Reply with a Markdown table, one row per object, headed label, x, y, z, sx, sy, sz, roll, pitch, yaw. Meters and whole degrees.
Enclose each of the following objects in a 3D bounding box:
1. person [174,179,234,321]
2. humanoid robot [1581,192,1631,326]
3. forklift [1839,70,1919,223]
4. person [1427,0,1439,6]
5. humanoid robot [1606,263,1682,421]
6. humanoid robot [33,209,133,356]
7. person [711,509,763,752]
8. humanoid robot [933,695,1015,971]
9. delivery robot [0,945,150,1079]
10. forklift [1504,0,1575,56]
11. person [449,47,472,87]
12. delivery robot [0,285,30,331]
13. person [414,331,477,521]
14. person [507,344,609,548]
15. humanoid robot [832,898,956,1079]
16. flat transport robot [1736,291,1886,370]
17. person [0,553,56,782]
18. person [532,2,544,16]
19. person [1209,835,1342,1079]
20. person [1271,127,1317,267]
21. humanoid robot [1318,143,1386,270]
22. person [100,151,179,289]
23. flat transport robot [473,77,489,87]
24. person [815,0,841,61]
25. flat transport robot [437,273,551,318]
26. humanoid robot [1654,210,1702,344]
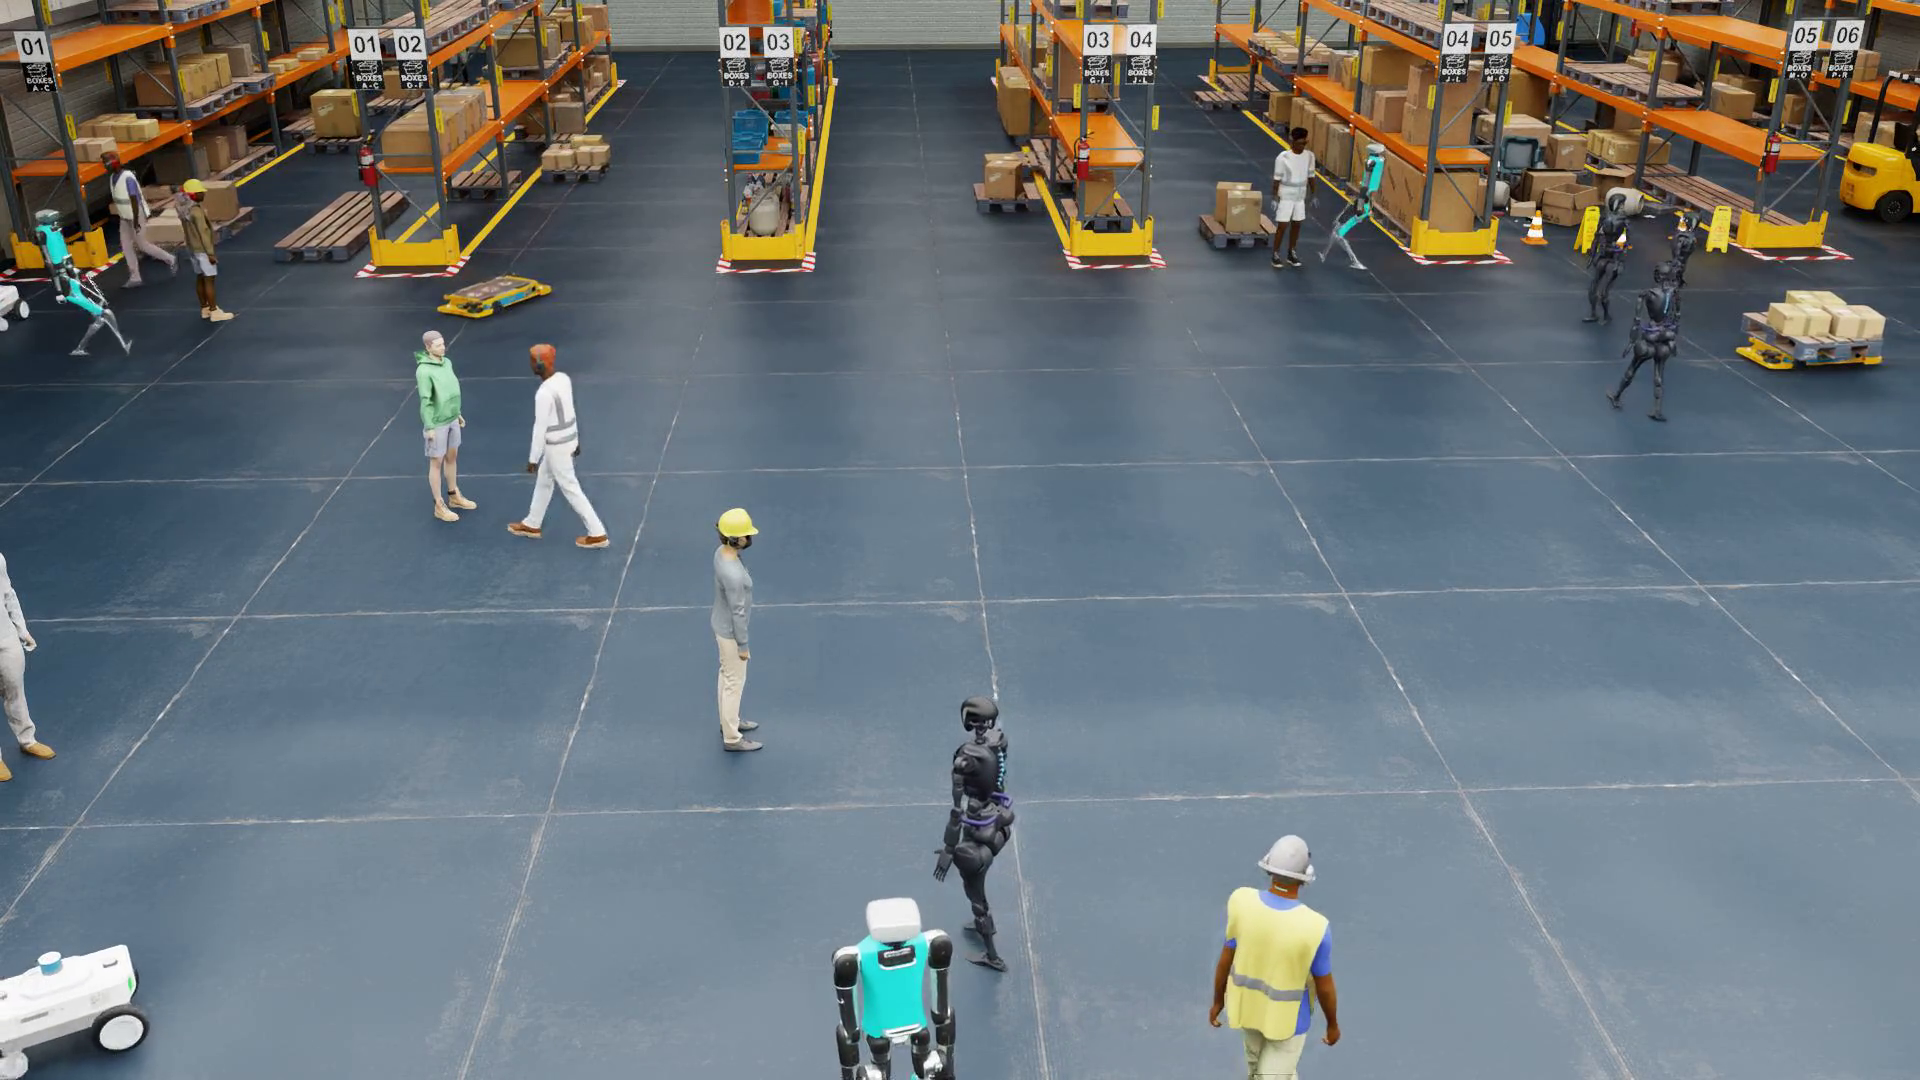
| label | x | y | z | sx | sy | sz | roll | pitch | yaw |
| --- | --- | --- | --- | --- | --- | --- | --- | --- | --- |
| person | -9.478 | -3.614 | 20.756 | 0.402 | 1.760 | 0.541 | -22 | 32 | -40 |
| humanoid robot | 8.019 | -3.459 | 20.527 | 0.329 | 1.665 | 0.610 | -10 | 26 | -22 |
| forklift | 15.132 | -6.143 | 25.915 | 2.313 | 2.155 | 1.214 | -1 | 24 | -2 |
| person | 11.772 | -13.006 | 41.835 | 0.615 | 1.790 | 0.420 | 22 | 32 | 40 |
| humanoid robot | 7.300 | -2.121 | 17.555 | 0.610 | 1.622 | 0.761 | -6 | 25 | -12 |
| humanoid robot | -10.122 | -2.965 | 19.373 | 0.924 | 1.790 | 0.551 | -1 | 24 | -3 |
| person | -1.507 | 0.603 | 11.289 | 0.349 | 1.756 | 0.516 | -7 | 25 | -16 |
| humanoid robot | 0.084 | 1.603 | 9.149 | 0.478 | 1.645 | 0.588 | 14 | 27 | 28 |
| delivery robot | -4.673 | 2.413 | 8.684 | 0.764 | 0.582 | 0.499 | -14 | 28 | -29 |
| forklift | 14.700 | -13.805 | 42.301 | 1.873 | 2.768 | 1.129 | -1 | 24 | -2 |
| person | -11.355 | -11.080 | 37.628 | 0.538 | 1.696 | 0.337 | 0 | 24 | -1 |
| delivery robot | -12.010 | -2.922 | 20.709 | 0.510 | 0.614 | 0.785 | -1 | 24 | -1 |
| person | -4.676 | -1.048 | 15.015 | 0.339 | 1.743 | 0.473 | 9 | 25 | 18 |
| person | -3.534 | -0.809 | 14.374 | 0.975 | 1.828 | 0.588 | 1 | 24 | 3 |
| humanoid robot | -0.219 | 2.448 | 7.190 | 0.532 | 1.757 | 0.964 | -8 | 25 | -17 |
| flat transport robot | 9.914 | -2.209 | 19.437 | 1.431 | 0.231 | 0.659 | -4 | 24 | -9 |
| person | -6.432 | 0.666 | 10.977 | 0.352 | 1.898 | 0.562 | 12 | 27 | 26 |
| person | -10.428 | -12.712 | 41.082 | 0.518 | 1.858 | 0.386 | 7 | 25 | 15 |
| person | 1.510 | 2.135 | 7.721 | 0.565 | 1.855 | 0.918 | 17 | 29 | 34 |
| person | 4.652 | -4.765 | 23.117 | 0.653 | 1.947 | 0.427 | -10 | 26 | -21 |
| humanoid robot | 5.370 | -4.633 | 23.116 | 0.933 | 1.795 | 0.558 | 14 | 28 | 29 |
| person | -11.048 | -4.322 | 22.285 | 0.597 | 1.806 | 0.756 | 16 | 29 | 32 |
| flat transport robot | -10.452 | -10.543 | 38.162 | 0.659 | 0.231 | 1.431 | 11 | 26 | 24 |
| person | -3.452 | -12.827 | 41.511 | 0.896 | 1.722 | 0.536 | -8 | 25 | -18 |
| flat transport robot | -6.042 | -3.173 | 21.601 | 0.659 | 0.231 | 1.431 | 12 | 27 | 25 |
| humanoid robot | 8.452 | -3.098 | 19.720 | 0.388 | 1.644 | 0.610 | 15 | 28 | 30 |
